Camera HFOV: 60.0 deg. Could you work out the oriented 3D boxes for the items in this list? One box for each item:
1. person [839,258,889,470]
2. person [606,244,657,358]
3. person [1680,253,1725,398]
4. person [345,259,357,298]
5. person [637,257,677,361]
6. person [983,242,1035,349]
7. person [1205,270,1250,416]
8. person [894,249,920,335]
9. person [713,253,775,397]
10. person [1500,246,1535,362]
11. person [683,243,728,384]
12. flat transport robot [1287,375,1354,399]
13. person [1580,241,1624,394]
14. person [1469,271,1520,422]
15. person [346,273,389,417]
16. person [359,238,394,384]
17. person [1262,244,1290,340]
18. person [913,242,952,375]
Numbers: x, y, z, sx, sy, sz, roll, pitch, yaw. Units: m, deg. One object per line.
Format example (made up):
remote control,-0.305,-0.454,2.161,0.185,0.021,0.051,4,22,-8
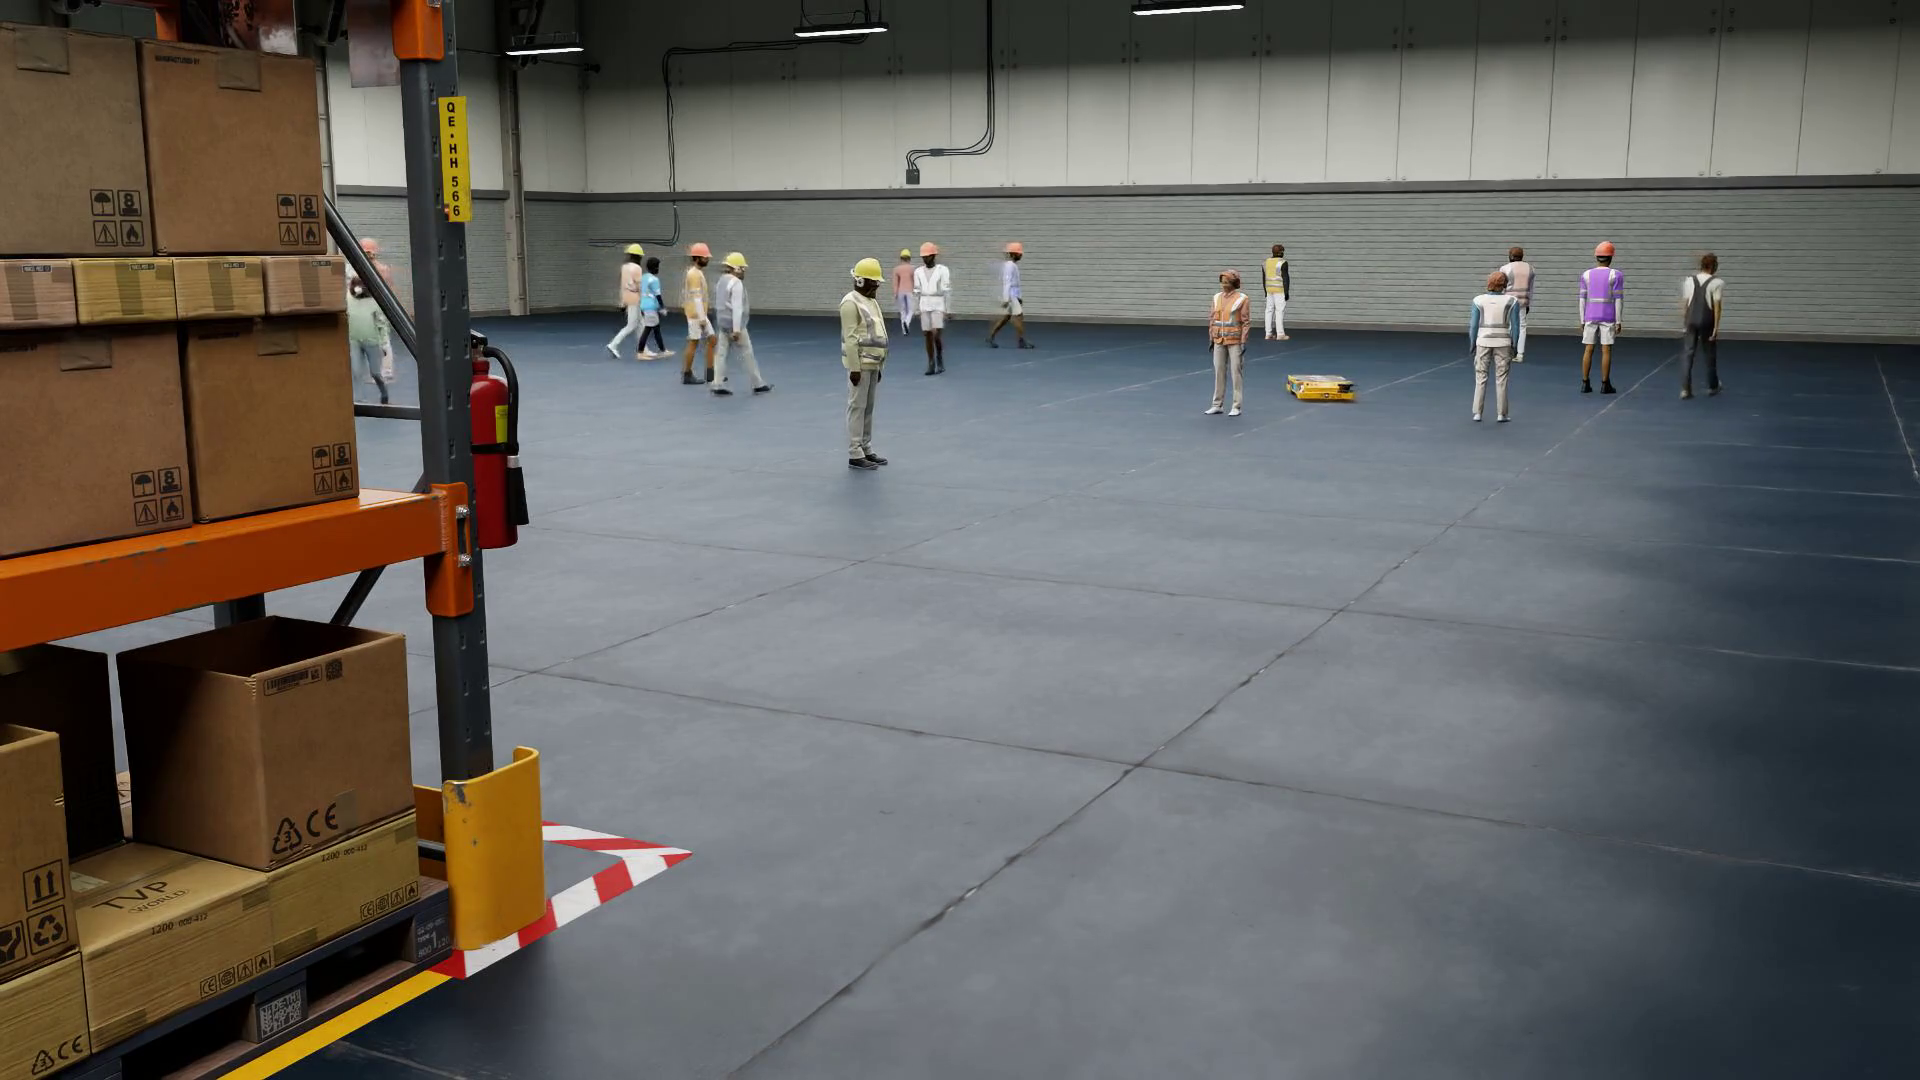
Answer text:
person,-0.823,-1.531,14.489,0.403,1.823,0.586,3,11,16
person,-5.473,-3.960,27.557,0.867,1.890,0.573,-6,12,-29
person,9.333,-2.685,20.854,0.510,1.793,0.938,10,14,43
person,-12.476,-5.147,34.174,0.606,1.830,0.982,4,11,19
person,-4.929,-3.728,26.904,0.766,1.662,0.543,-5,12,-27
person,0.857,-4.358,29.709,0.903,1.906,0.545,1,10,5
person,3.021,-2.213,18.710,0.513,1.640,0.309,10,14,43
person,-1.089,-4.987,33.514,0.541,1.749,0.565,3,11,15
person,-2.757,-2.700,20.914,0.870,1.789,0.606,-8,13,-36
person,8.832,-3.754,26.558,0.627,1.844,0.429,-3,11,-16
person,-3.454,-3.058,22.571,0.752,1.908,0.568,0,10,-2
flat transport robot,4.519,-1.931,20.902,0.652,0.197,1.431,1,10,5
person,8.219,-2.844,21.322,0.545,1.942,0.351,8,13,38
person,5.793,-2.094,18.055,0.524,1.639,0.308,5,11,24
person,-6.703,-2.215,18.798,0.503,1.614,0.673,0,10,-2
person,-7.991,-3.102,22.625,0.613,1.975,0.522,8,13,37
person,6.171,-4.819,32.365,0.429,1.844,0.627,-8,13,-38
person,-0.414,-3.336,24.056,0.588,1.918,0.442,5,11,23
